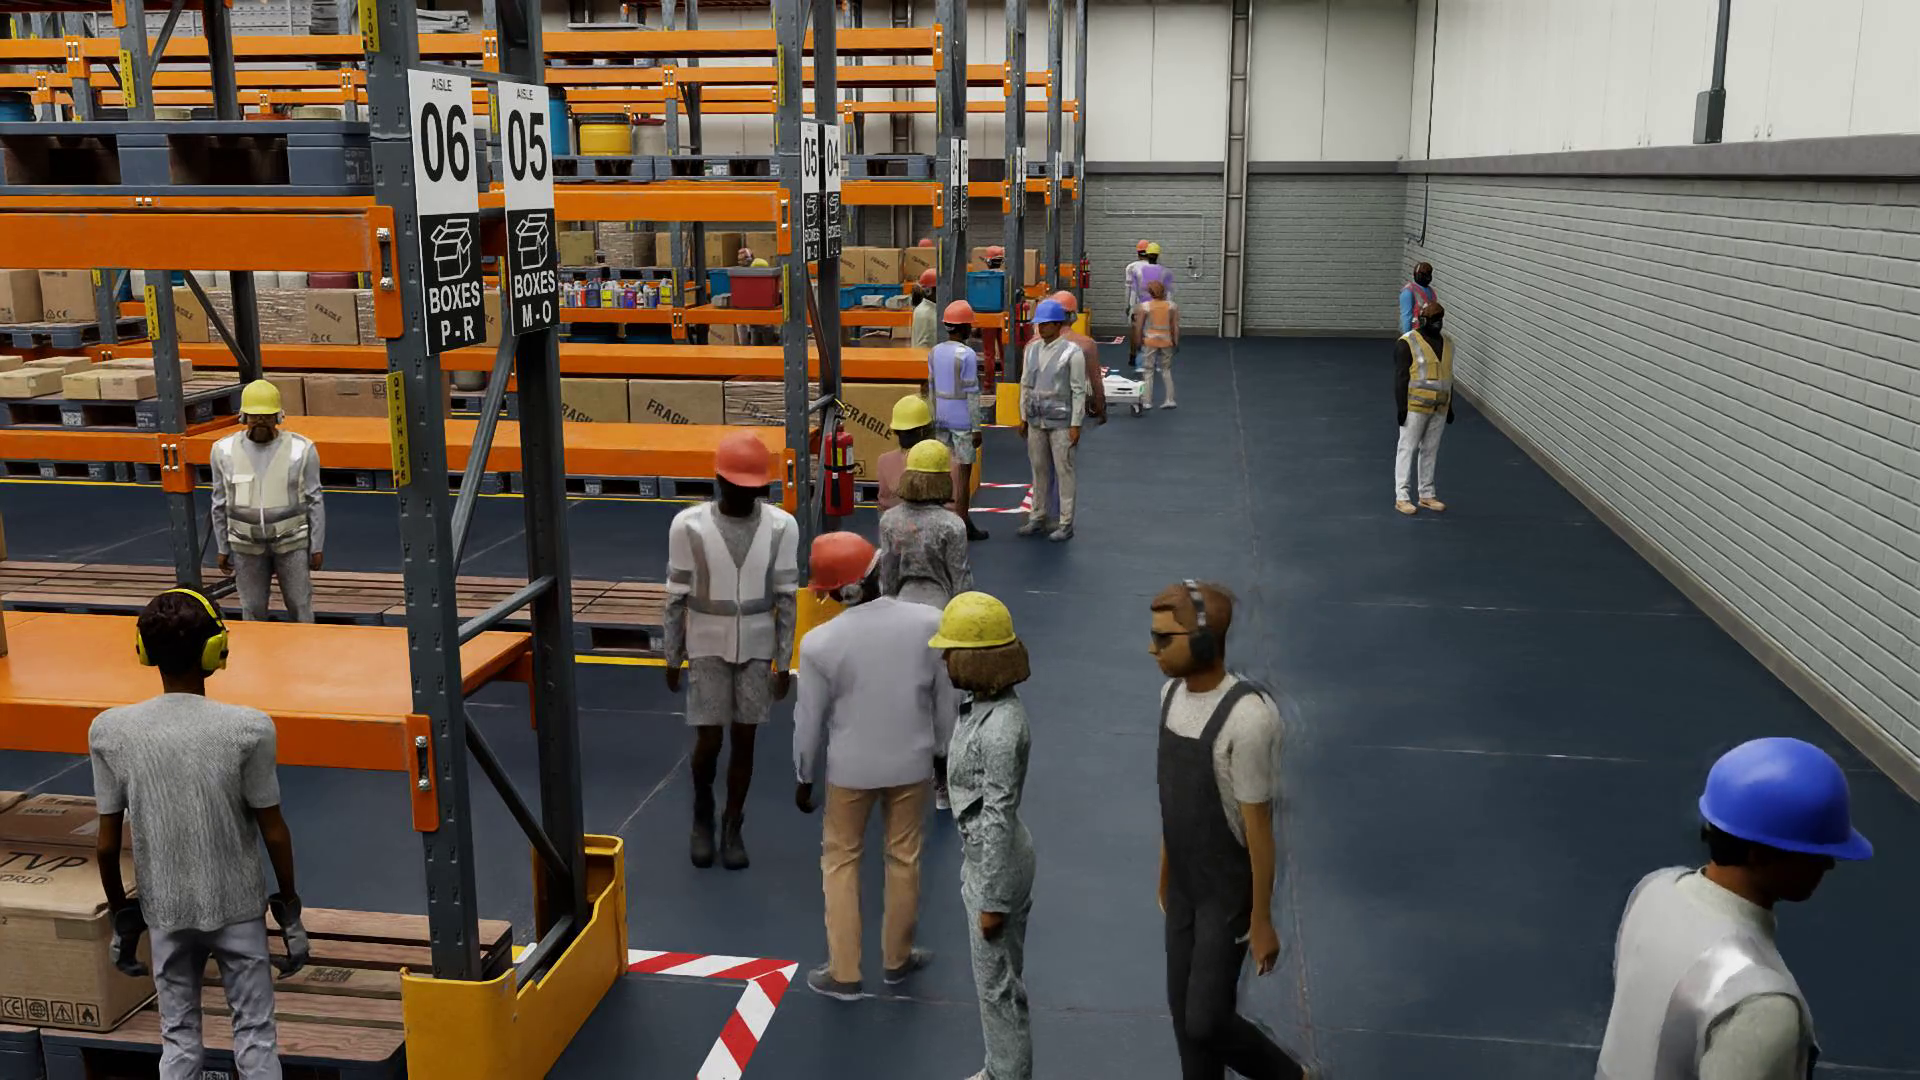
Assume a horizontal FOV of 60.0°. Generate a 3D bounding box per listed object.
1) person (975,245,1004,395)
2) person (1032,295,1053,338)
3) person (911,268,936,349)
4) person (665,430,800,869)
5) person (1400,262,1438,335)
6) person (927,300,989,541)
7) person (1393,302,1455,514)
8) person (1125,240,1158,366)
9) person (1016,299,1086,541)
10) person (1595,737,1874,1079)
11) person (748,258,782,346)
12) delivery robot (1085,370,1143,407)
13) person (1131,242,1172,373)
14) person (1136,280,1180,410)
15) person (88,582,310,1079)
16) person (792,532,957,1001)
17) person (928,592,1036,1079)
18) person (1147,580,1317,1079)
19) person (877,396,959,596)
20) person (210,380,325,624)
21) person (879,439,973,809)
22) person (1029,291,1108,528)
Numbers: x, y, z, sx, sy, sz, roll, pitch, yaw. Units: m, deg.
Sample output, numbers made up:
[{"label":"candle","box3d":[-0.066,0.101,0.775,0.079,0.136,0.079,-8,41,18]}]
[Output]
[{"label":"person","box3d":[0.460,-2.879,21.974,0.612,1.995,0.382,-8,15,-33]},{"label":"person","box3d":[0.974,-1.873,18.267,0.313,1.631,0.525,-8,15,-31]},{"label":"person","box3d":[-0.300,-1.744,16.849,0.393,1.995,0.612,2,13,10]},{"label":"person","box3d":[-0.948,0.476,7.015,0.557,1.912,0.456,-4,13,-17]},{"label":"person","box3d":[5.755,-2.546,20.819,0.627,1.844,0.429,-12,17,-42]},{"label":"person","box3d":[-0.015,-0.958,13.432,0.360,1.939,0.543,-11,17,-41]},{"label":"person","box3d":[4.075,-1.157,14.550,0.622,1.845,0.429,-6,14,-25]},{"label":"person","box3d":[2.810,-3.639,25.572,0.542,1.928,0.400,1,13,5]},{"label":"person","box3d":[0.730,-0.968,13.451,0.615,1.947,0.388,10,16,39]},{"label":"person","box3d":[1.404,1.294,3.276,0.530,1.929,0.647,0,12,2]},{"label":"person","box3d":[-2.603,-2.797,21.985,0.592,1.829,0.404,10,16,38]},{"label":"delivery robot","box3d":[1.889,-1.835,20.322,0.707,0.478,0.477,1,13,6]},{"label":"person","box3d":[2.829,-3.434,24.640,0.593,1.922,0.387,1,13,6]},{"label":"person","box3d":[2.478,-2.423,20.775,0.544,1.615,0.364,-2,13,-9]},{"label":"person","box3d":[-2.074,1.038,4.578,0.535,1.868,0.309,-1,13,-5]},{"label":"person","box3d":[-0.297,0.811,5.971,0.613,1.712,0.373,-4,13,-17]},{"label":"person","box3d":[0.065,1.001,5.054,0.321,1.736,0.488,-1,13,-4]},{"label":"person","box3d":[0.793,1.006,4.853,0.518,1.823,0.564,-6,14,-24]},{"label":"person","box3d":[-0.260,0.074,9.211,0.524,1.746,0.602,5,13,21]},{"label":"person","box3d":[-3.880,0.004,9.355,0.593,1.826,0.404,-3,13,-14]},{"label":"person","box3d":[-0.142,0.394,7.780,0.485,1.741,0.302,8,15,31]},{"label":"person","box3d":[0.932,-1.124,14.131,0.628,1.952,0.919,6,14,25]}]
